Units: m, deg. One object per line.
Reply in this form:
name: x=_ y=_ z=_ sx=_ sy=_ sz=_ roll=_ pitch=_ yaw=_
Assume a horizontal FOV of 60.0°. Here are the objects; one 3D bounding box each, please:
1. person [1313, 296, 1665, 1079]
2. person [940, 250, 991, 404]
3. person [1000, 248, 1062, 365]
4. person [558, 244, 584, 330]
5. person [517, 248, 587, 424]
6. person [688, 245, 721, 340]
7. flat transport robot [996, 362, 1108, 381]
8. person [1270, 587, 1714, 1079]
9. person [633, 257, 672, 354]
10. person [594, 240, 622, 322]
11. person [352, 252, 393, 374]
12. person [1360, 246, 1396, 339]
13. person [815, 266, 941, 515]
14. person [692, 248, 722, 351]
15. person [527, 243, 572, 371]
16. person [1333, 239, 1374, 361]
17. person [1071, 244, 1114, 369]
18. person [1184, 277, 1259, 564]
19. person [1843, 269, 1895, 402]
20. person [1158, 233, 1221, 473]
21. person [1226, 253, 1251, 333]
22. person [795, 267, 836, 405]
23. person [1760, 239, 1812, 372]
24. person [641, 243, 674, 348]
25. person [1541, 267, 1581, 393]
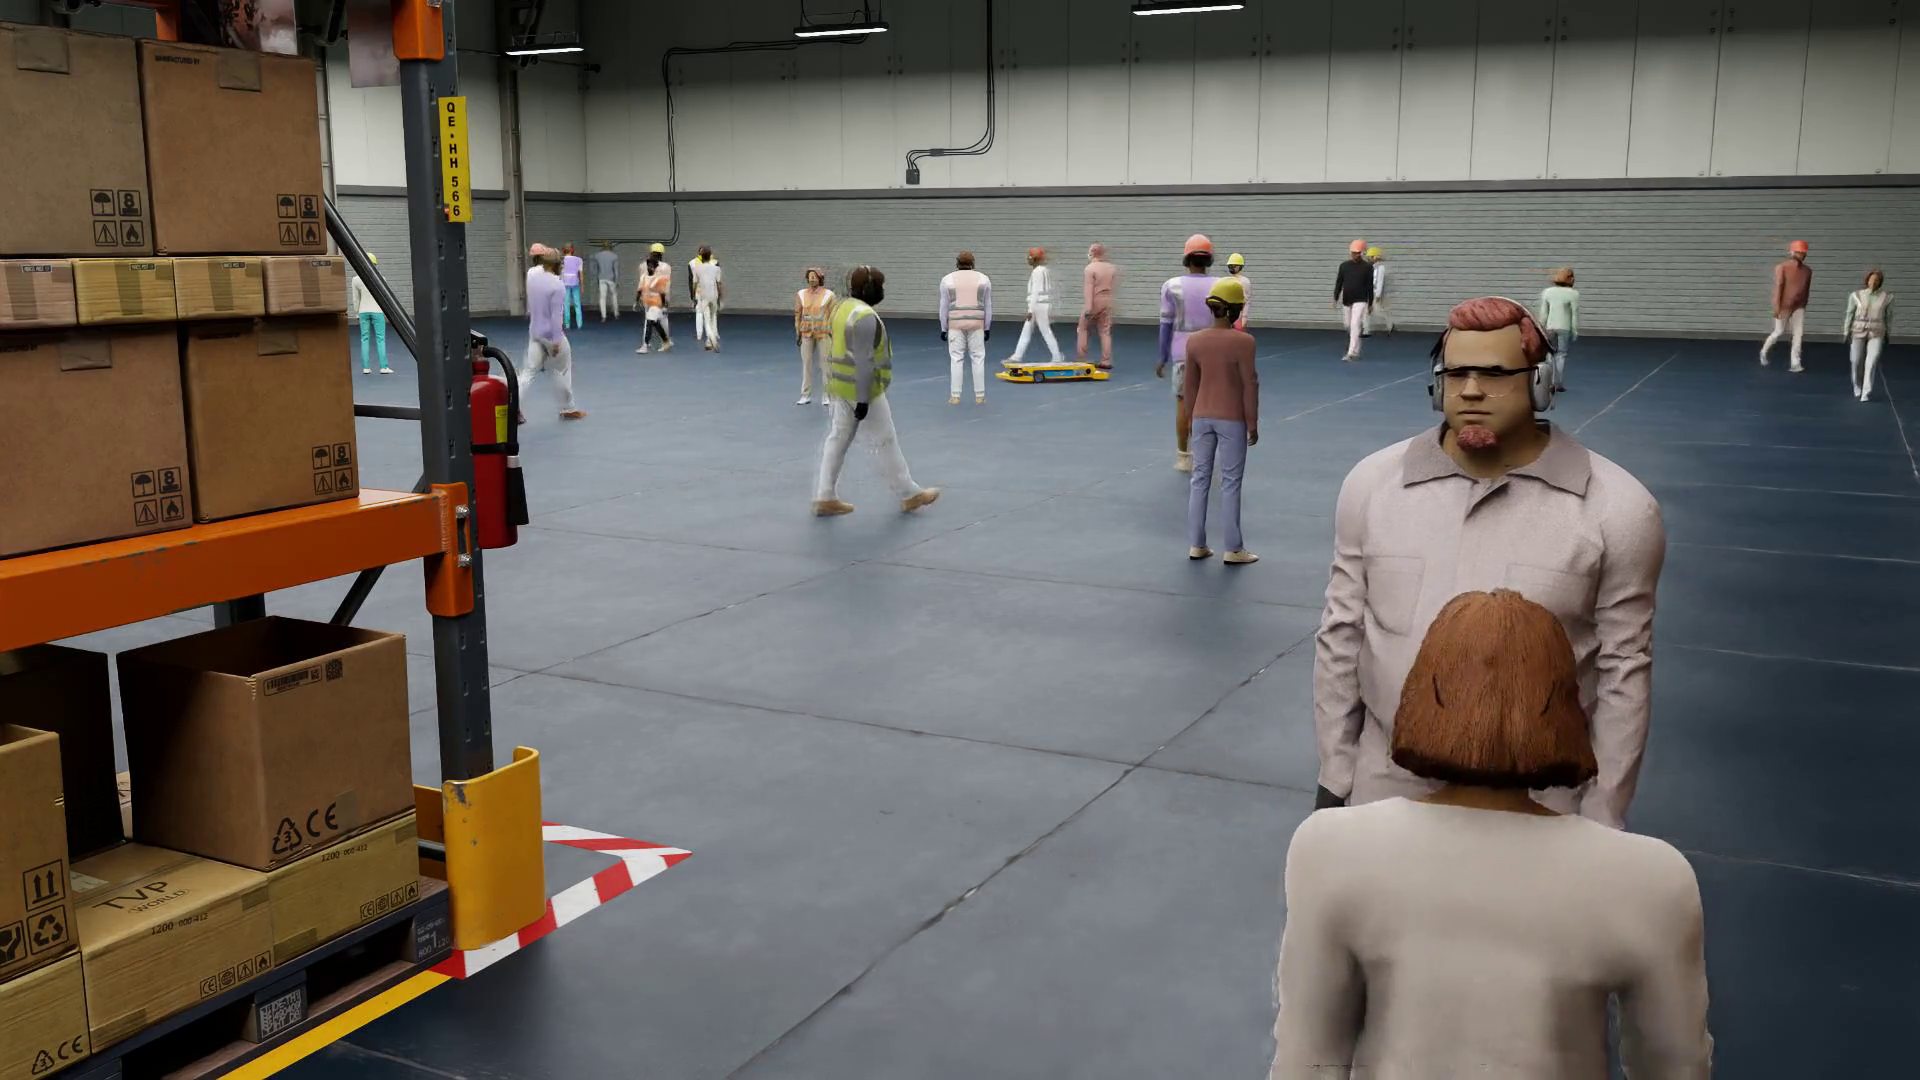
person: x=0.997 y=0.484 z=3.273 sx=0.641 sy=1.908 sz=0.407 roll=5 pitch=12 yaw=27
person: x=0.064 y=-2.546 z=19.972 sx=0.624 sy=1.845 sz=0.430 roll=-1 pitch=10 yaw=-4
person: x=1.136 y=-3.522 z=25.334 sx=0.974 sy=1.828 sz=0.597 roll=1 pitch=10 yaw=3
person: x=-8.341 y=-5.410 z=35.594 sx=0.564 sy=1.839 sz=0.396 roll=-3 pitch=11 yaw=-17
person: x=-4.506 y=-2.192 z=17.924 sx=0.647 sy=1.892 sz=1.015 roll=8 pitch=13 yaw=36
person: x=-4.942 y=-4.803 z=32.292 sx=0.625 sy=1.839 sz=0.430 roll=1 pitch=10 yaw=5
flat transport robot: x=1.279 y=-2.356 z=23.219 sx=1.431 sy=0.197 sz=0.652 roll=-4 pitch=11 yaw=-20
person: x=0.679 y=0.847 z=2.170 sx=0.515 sy=1.581 sz=0.895 roll=5 pitch=12 yaw=26
person: x=-5.246 y=-4.022 z=28.538 sx=0.541 sy=1.649 sz=0.850 roll=9 pitch=14 yaw=40
person: x=-8.307 y=-6.117 z=39.299 sx=0.648 sy=1.883 sz=1.007 roll=1 pitch=10 yaw=5
person: x=-8.588 y=-3.303 z=24.302 sx=0.525 sy=1.771 sz=0.305 roll=0 pitch=10 yaw=1
person: x=8.154 y=-4.817 z=32.453 sx=0.691 sy=1.807 sz=0.587 roll=-4 pitch=11 yaw=-19
person: x=-0.635 y=-1.080 z=12.088 sx=0.947 sy=1.790 sz=0.637 roll=-5 pitch=11 yaw=-24
person: x=-4.382 y=-4.166 z=28.912 sx=0.532 sy=1.821 sz=0.798 roll=-4 pitch=11 yaw=-21
person: x=-6.112 y=-3.424 z=24.582 sx=0.853 sy=1.915 sz=0.551 roll=5 pitch=11 yaw=25
person: x=6.448 y=-3.902 z=27.043 sx=0.605 sy=1.968 sz=0.897 roll=8 pitch=13 yaw=39
person: x=1.990 y=-3.544 z=25.312 sx=0.829 sy=1.874 sz=0.685 roll=10 pitch=14 yaw=42
person: x=1.623 y=-0.735 z=10.298 sx=0.523 sy=1.769 sz=0.321 roll=10 pitch=14 yaw=43
person: x=11.195 y=-2.529 z=20.502 sx=0.519 sy=1.614 sz=0.751 roll=6 pitch=12 yaw=31
person: x=2.005 y=-1.591 z=14.237 sx=0.611 sy=2.042 sz=0.387 roll=0 pitch=10 yaw=-2
person: x=3.829 y=-3.109 z=23.239 sx=0.307 sy=1.772 sz=0.525 roll=-8 pitch=13 yaw=-36
person: x=-1.721 y=-2.433 z=19.901 sx=0.515 sy=1.642 sz=0.314 roll=2 pitch=11 yaw=13
person: x=12.411 y=-3.515 z=24.920 sx=0.617 sy=1.974 sz=0.848 roll=-1 pitch=10 yaw=-6
person: x=-5.495 y=-4.411 z=30.058 sx=0.609 sy=1.885 sz=0.978 roll=2 pitch=11 yaw=11
person: x=7.751 y=-2.702 z=21.427 sx=0.345 sy=1.617 sz=0.519 roll=-8 pitch=13 yaw=-39
